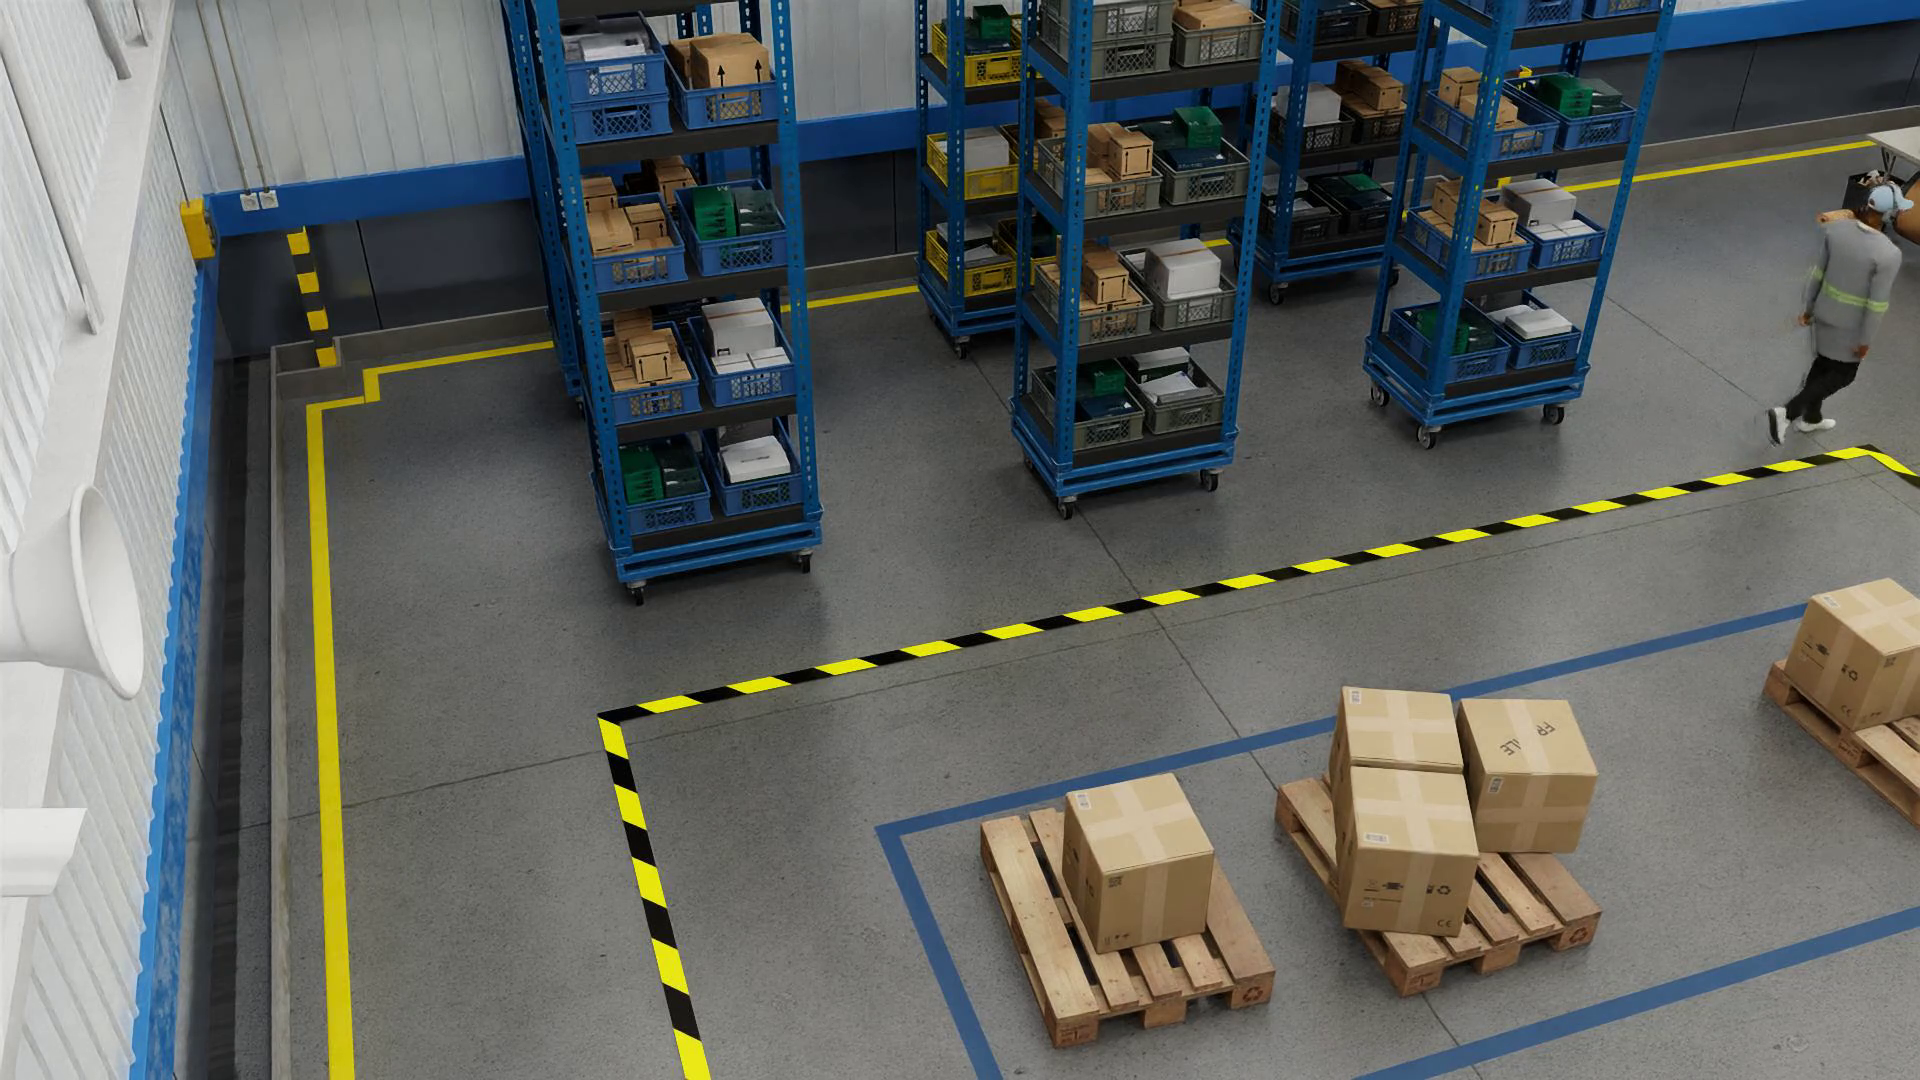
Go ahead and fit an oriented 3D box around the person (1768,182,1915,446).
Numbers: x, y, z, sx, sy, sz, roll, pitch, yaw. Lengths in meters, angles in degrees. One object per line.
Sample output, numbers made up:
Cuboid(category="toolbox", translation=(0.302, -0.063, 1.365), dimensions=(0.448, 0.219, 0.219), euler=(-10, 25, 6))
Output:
Cuboid(category="person", translation=(5.659, -1.434, 10.735), dimensions=(0.659, 1.835, 0.592), euler=(-11, 37, -15))
